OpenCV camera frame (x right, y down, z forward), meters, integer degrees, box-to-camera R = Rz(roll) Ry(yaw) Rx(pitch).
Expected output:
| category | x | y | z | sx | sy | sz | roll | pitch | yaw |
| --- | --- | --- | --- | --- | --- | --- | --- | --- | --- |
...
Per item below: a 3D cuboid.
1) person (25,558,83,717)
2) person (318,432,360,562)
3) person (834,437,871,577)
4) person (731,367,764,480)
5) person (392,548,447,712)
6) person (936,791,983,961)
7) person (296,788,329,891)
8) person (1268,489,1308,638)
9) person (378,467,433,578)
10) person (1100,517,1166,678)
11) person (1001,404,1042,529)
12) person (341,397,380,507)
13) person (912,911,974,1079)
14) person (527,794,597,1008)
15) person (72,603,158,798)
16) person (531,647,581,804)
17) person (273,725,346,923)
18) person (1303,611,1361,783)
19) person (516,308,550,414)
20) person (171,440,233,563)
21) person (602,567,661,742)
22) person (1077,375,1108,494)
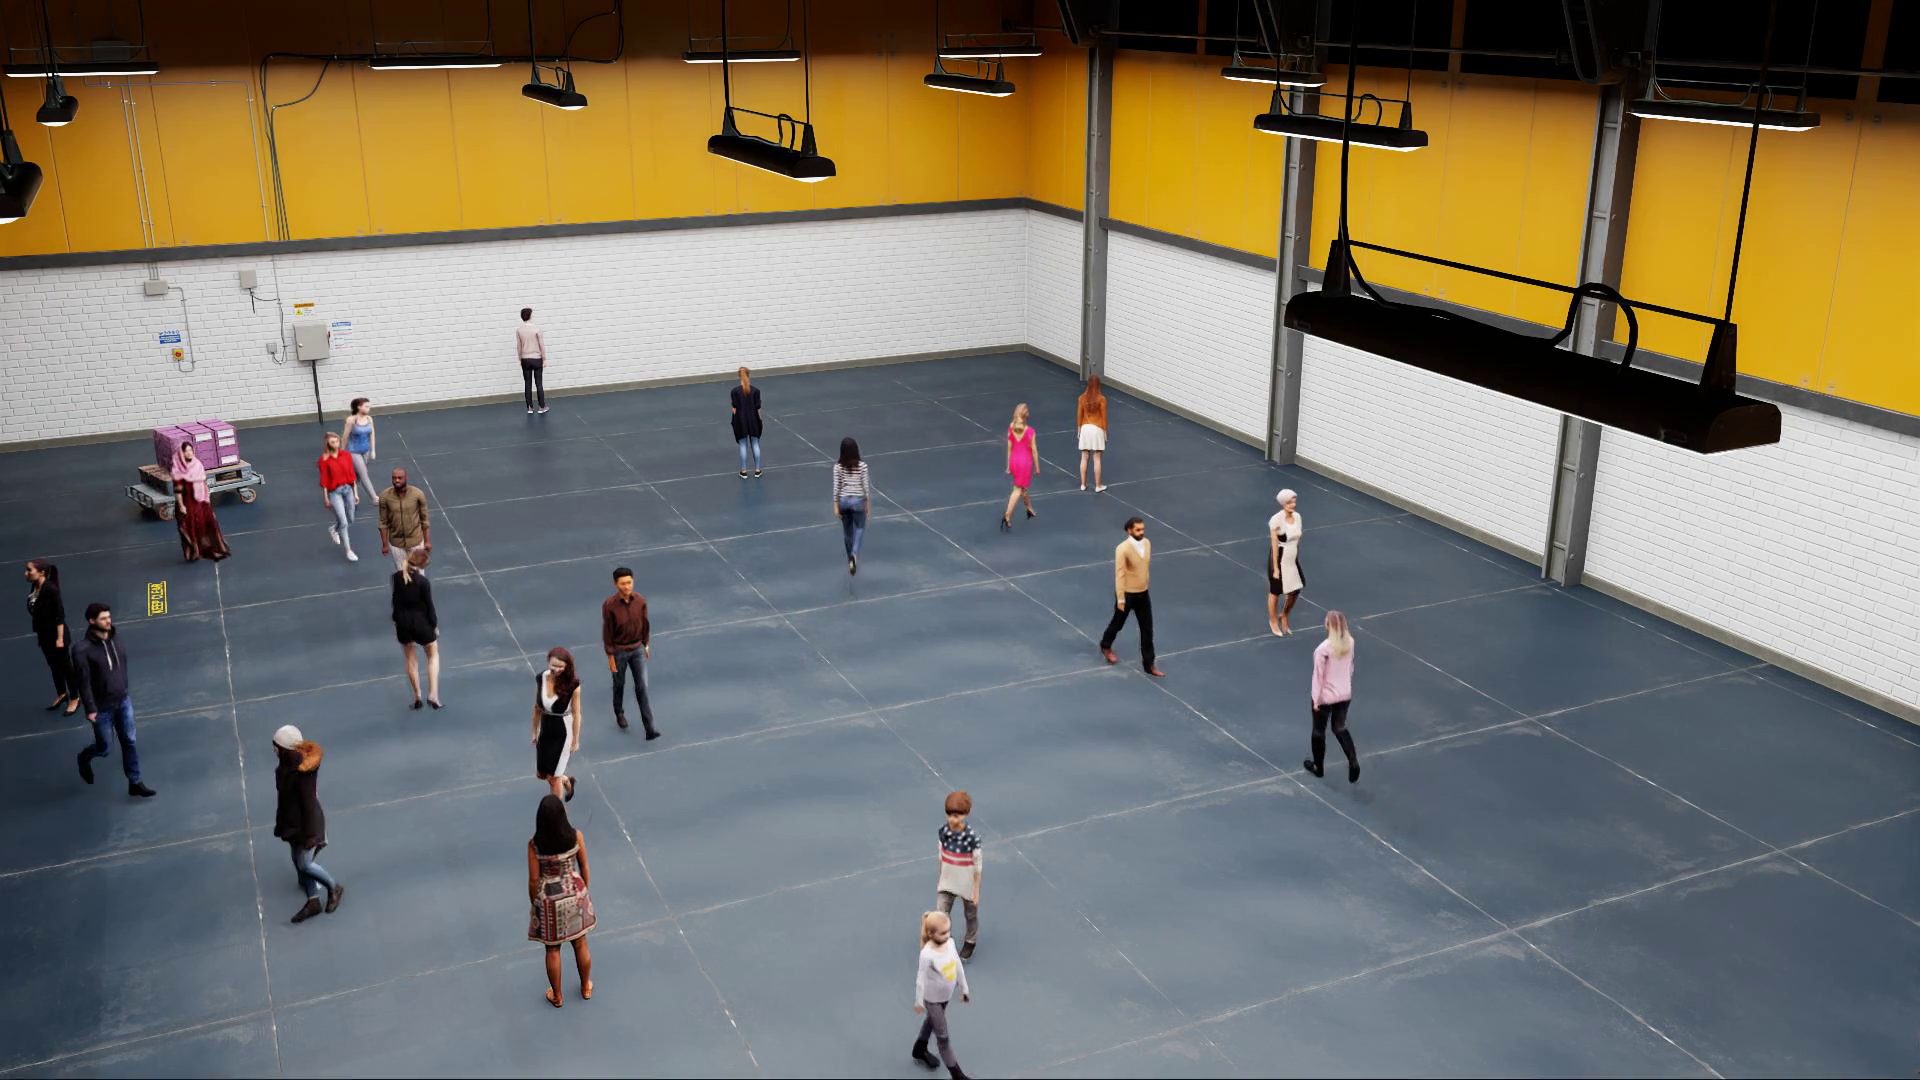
| category | x | y | z | sx | sy | sz | roll | pitch | yaw |
| --- | --- | --- | --- | --- | --- | --- | --- | --- | --- |
| person | -9.184 | 0.962 | 16.855 | 0.638 | 1.661 | 0.744 | 13 | 23 | 34 |
| person | -8.006 | -0.584 | 21.404 | 1.024 | 1.689 | 0.835 | 17 | 25 | 41 |
| person | -1.346 | -0.371 | 20.623 | 0.800 | 1.784 | 0.916 | 1 | 19 | 2 |
| person | -3.189 | -1.763 | 24.906 | 0.686 | 1.688 | 0.650 | -3 | 19 | -10 |
| person | -5.552 | 0.906 | 16.904 | 0.693 | 1.736 | 0.694 | -3 | 19 | -9 |
| person | 0.029 | 2.534 | 12.569 | 0.856 | 1.418 | 0.894 | 8 | 20 | 21 |
| person | -5.435 | 2.236 | 13.637 | 0.671 | 1.301 | 0.616 | 13 | 22 | 33 |
| person | 3.601 | 0.250 | 18.850 | 0.627 | 1.739 | 0.650 | -9 | 21 | -26 |
| person | -6.463 | 0.012 | 19.421 | 0.762 | 1.825 | 0.616 | -5 | 19 | -15 |
| person | 1.798 | 0.581 | 17.905 | 0.825 | 1.714 | 1.230 | -13 | 23 | -34 |
| person | 0.784 | -0.964 | 22.547 | 1.071 | 1.679 | 0.958 | 14 | 23 | 35 |
| person | -8.555 | -1.222 | 23.506 | 1.117 | 1.557 | 0.957 | 15 | 24 | 37 |
| person | -0.198 | 3.064 | 11.263 | 0.942 | 1.247 | 0.758 | 14 | 23 | 35 |
| person | -2.899 | 2.596 | 12.031 | 0.652 | 1.645 | 0.520 | -9 | 21 | -25 |
| person | -7.773 | 1.457 | 15.050 | 1.148 | 1.875 | 1.068 | 7 | 20 | 21 |
| person | -3.461 | 1.715 | 14.451 | 0.907 | 1.771 | 0.974 | 8 | 20 | 23 |
| person | -5.177 | 2.230 | 13.165 | 0.735 | 1.613 | 0.825 | 12 | 22 | 32 |
| person | 3.485 | 1.465 | 15.342 | 0.596 | 1.674 | 0.902 | -8 | 20 | -23 |
| person | -7.392 | -3.100 | 28.688 | 0.703 | 1.807 | 0.687 | 1 | 19 | 2 |
| person | -9.854 | -0.486 | 21.240 | 1.080 | 1.608 | 0.934 | 12 | 22 | 31 |
| person | -3.319 | 1.093 | 16.357 | 0.718 | 1.732 | 1.128 | -10 | 21 | -28 |
| person | 1.925 | -1.559 | 24.248 | 0.698 | 1.722 | 0.768 | 8 | 20 | 23 |
